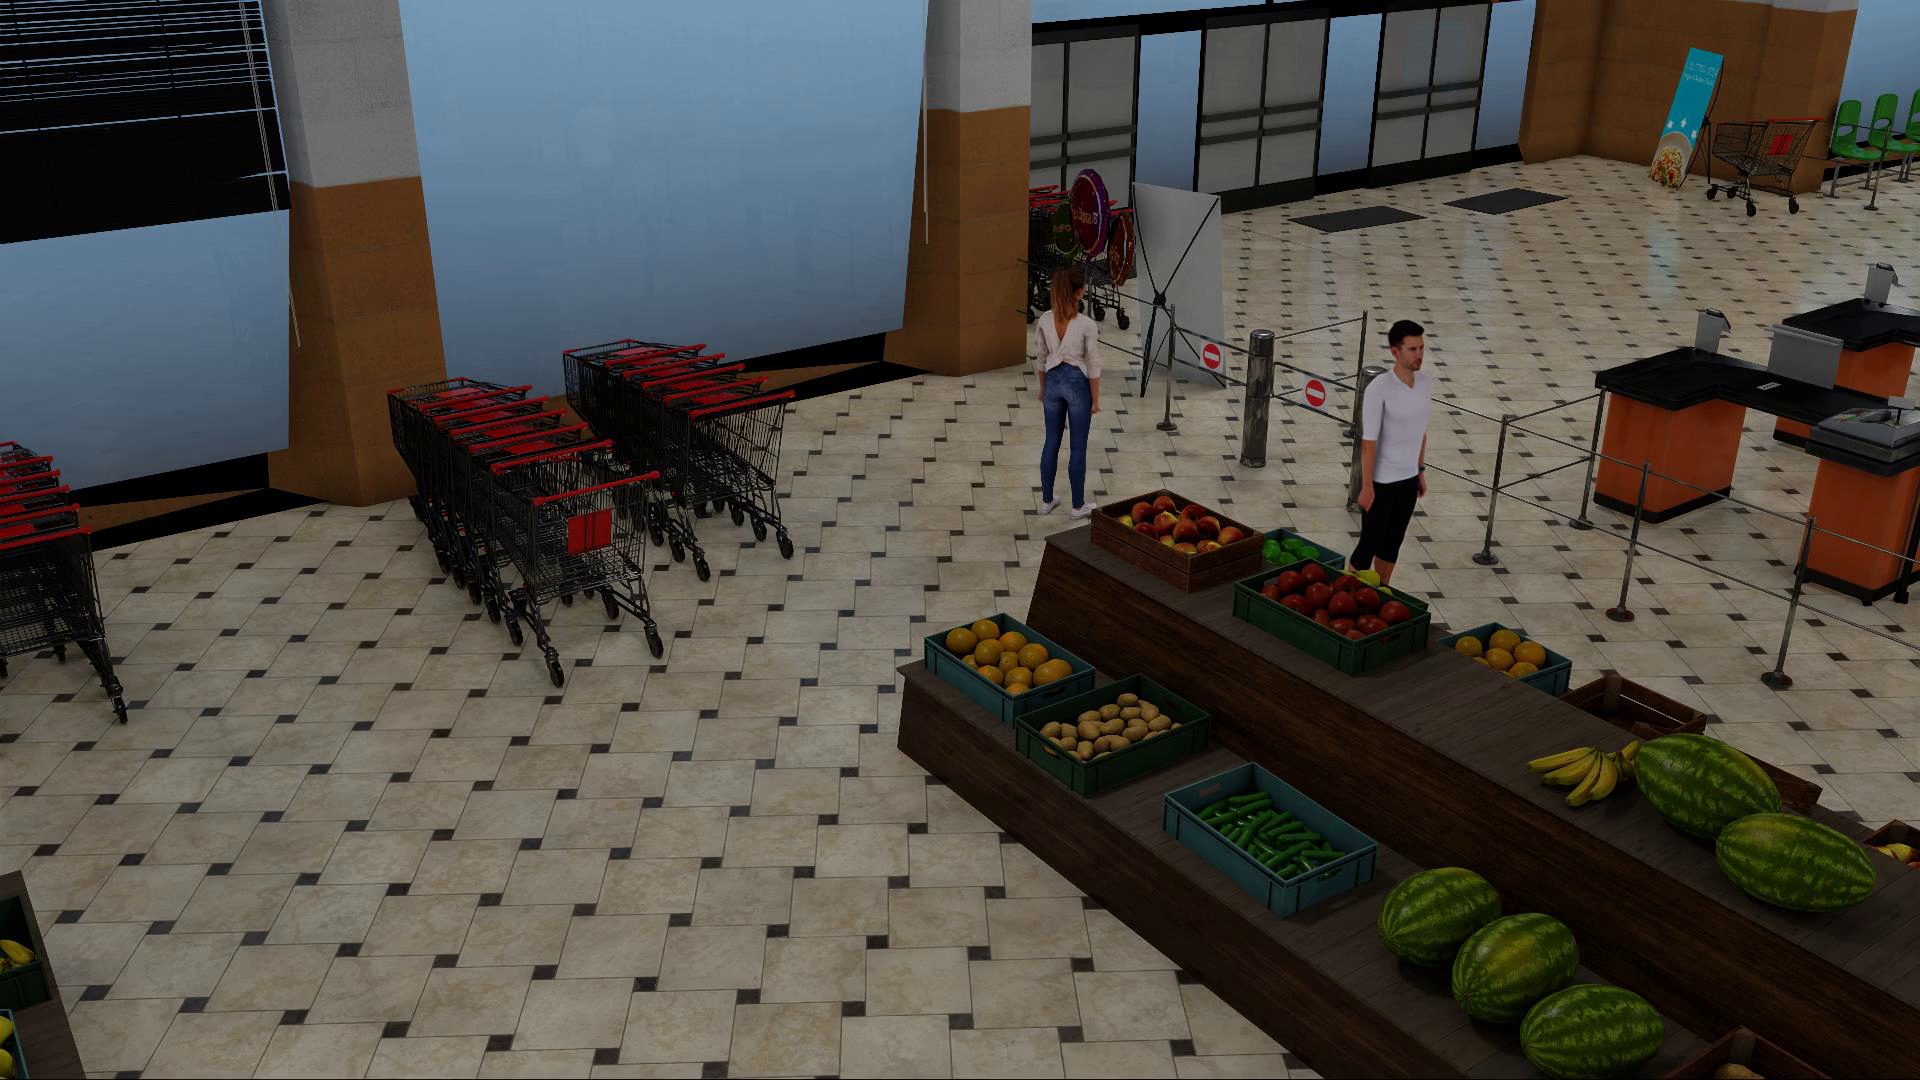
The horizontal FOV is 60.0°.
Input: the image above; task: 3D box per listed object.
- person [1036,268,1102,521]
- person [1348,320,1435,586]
[{"bbox_3d":[0.721,-0.986,11.202,0.598,1.719,0.742,13,27,28],"label":"person"},{"bbox_3d":[2.500,-0.378,9.649,0.663,1.851,0.555,-15,28,-30],"label":"person"}]
